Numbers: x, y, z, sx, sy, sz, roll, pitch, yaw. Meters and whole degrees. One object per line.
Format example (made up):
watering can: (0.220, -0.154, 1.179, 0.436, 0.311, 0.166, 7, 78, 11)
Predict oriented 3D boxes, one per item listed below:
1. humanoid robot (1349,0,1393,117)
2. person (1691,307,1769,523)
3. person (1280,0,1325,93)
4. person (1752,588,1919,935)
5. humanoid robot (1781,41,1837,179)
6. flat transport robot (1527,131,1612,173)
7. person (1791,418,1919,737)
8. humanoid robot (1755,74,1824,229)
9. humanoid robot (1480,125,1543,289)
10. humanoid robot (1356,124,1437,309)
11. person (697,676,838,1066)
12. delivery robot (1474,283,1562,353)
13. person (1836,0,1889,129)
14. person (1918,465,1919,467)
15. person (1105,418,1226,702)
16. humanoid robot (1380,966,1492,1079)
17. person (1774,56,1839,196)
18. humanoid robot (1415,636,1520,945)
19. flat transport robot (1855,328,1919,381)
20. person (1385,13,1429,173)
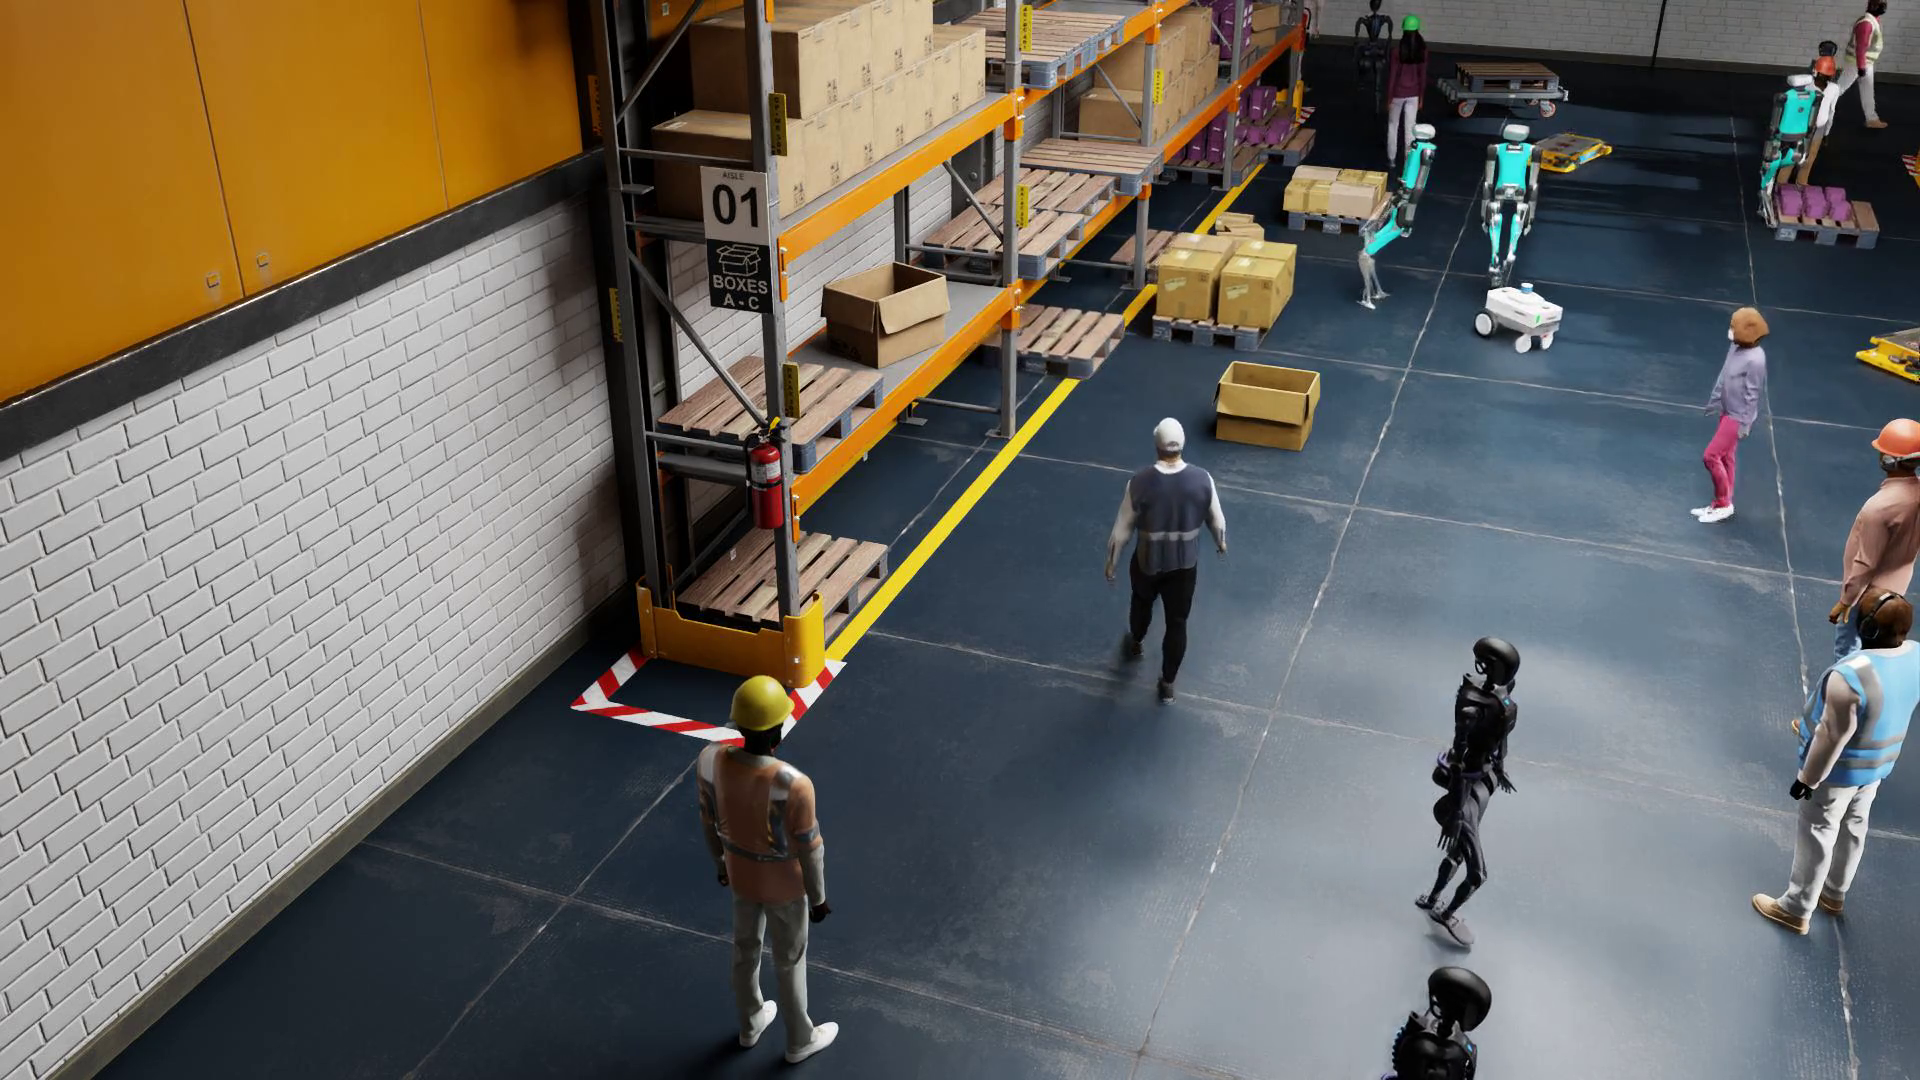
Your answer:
humanoid robot: (5.832, -6.841, 23.539, 0.595, 1.632, 0.779, 0, 27, 0)
person: (5.539, -0.894, 12.010, 0.387, 1.619, 0.516, 4, 28, 8)
person: (5.124, -7.742, 25.015, 0.634, 1.892, 0.956, -4, 27, -7)
person: (4.230, 1.059, 7.980, 0.635, 1.841, 0.429, -14, 30, -25)
humanoid robot: (10.462, -5.339, 20.565, 0.386, 1.636, 0.601, 1, 27, 1)
flat transport robot: (7.803, -5.000, 21.449, 0.659, 0.231, 1.431, 22, 35, 36)
person: (5.126, 0.255, 9.377, 0.618, 1.990, 0.392, -18, 32, -31)
humanoid robot: (9.152, -4.353, 18.592, 0.553, 1.755, 0.927, -1, 27, -2)
humanoid robot: (5.316, -3.122, 16.206, 0.554, 1.726, 1.015, 9, 29, 17)
humanoid robot: (4.151, -3.166, 16.293, 0.857, 1.776, 0.605, 1, 27, 1)
person: (-0.825, 1.430, 7.167, 0.584, 1.928, 0.365, 14, 30, 25)
delivery robot: (5.223, -2.100, 15.526, 0.505, 0.608, 0.780, -14, 30, -24)
person: (12.384, -6.589, 22.874, 0.979, 1.793, 0.649, 20, 33, 33)
person: (7.719, -1.381, 12.807, 0.558, 1.751, 0.324, -23, 35, -37)
person: (1.248, 0.056, 10.052, 0.746, 1.721, 0.857, 1, 27, 1)
humanoid robot: (1.611, 2.180, 5.988, 0.377, 1.636, 0.616, 8, 28, 15)
person: (9.861, -4.734, 19.314, 0.572, 1.746, 0.344, -3, 27, -5)
humanoid robot: (2.449, 1.171, 7.949, 0.390, 1.648, 0.609, 20, 33, 34)
flat transport robot: (8.924, -1.715, 15.078, 1.431, 0.231, 0.659, -11, 29, -21)
person: (5.556, -5.565, 20.741, 0.493, 1.921, 0.822, 2, 27, 4)
